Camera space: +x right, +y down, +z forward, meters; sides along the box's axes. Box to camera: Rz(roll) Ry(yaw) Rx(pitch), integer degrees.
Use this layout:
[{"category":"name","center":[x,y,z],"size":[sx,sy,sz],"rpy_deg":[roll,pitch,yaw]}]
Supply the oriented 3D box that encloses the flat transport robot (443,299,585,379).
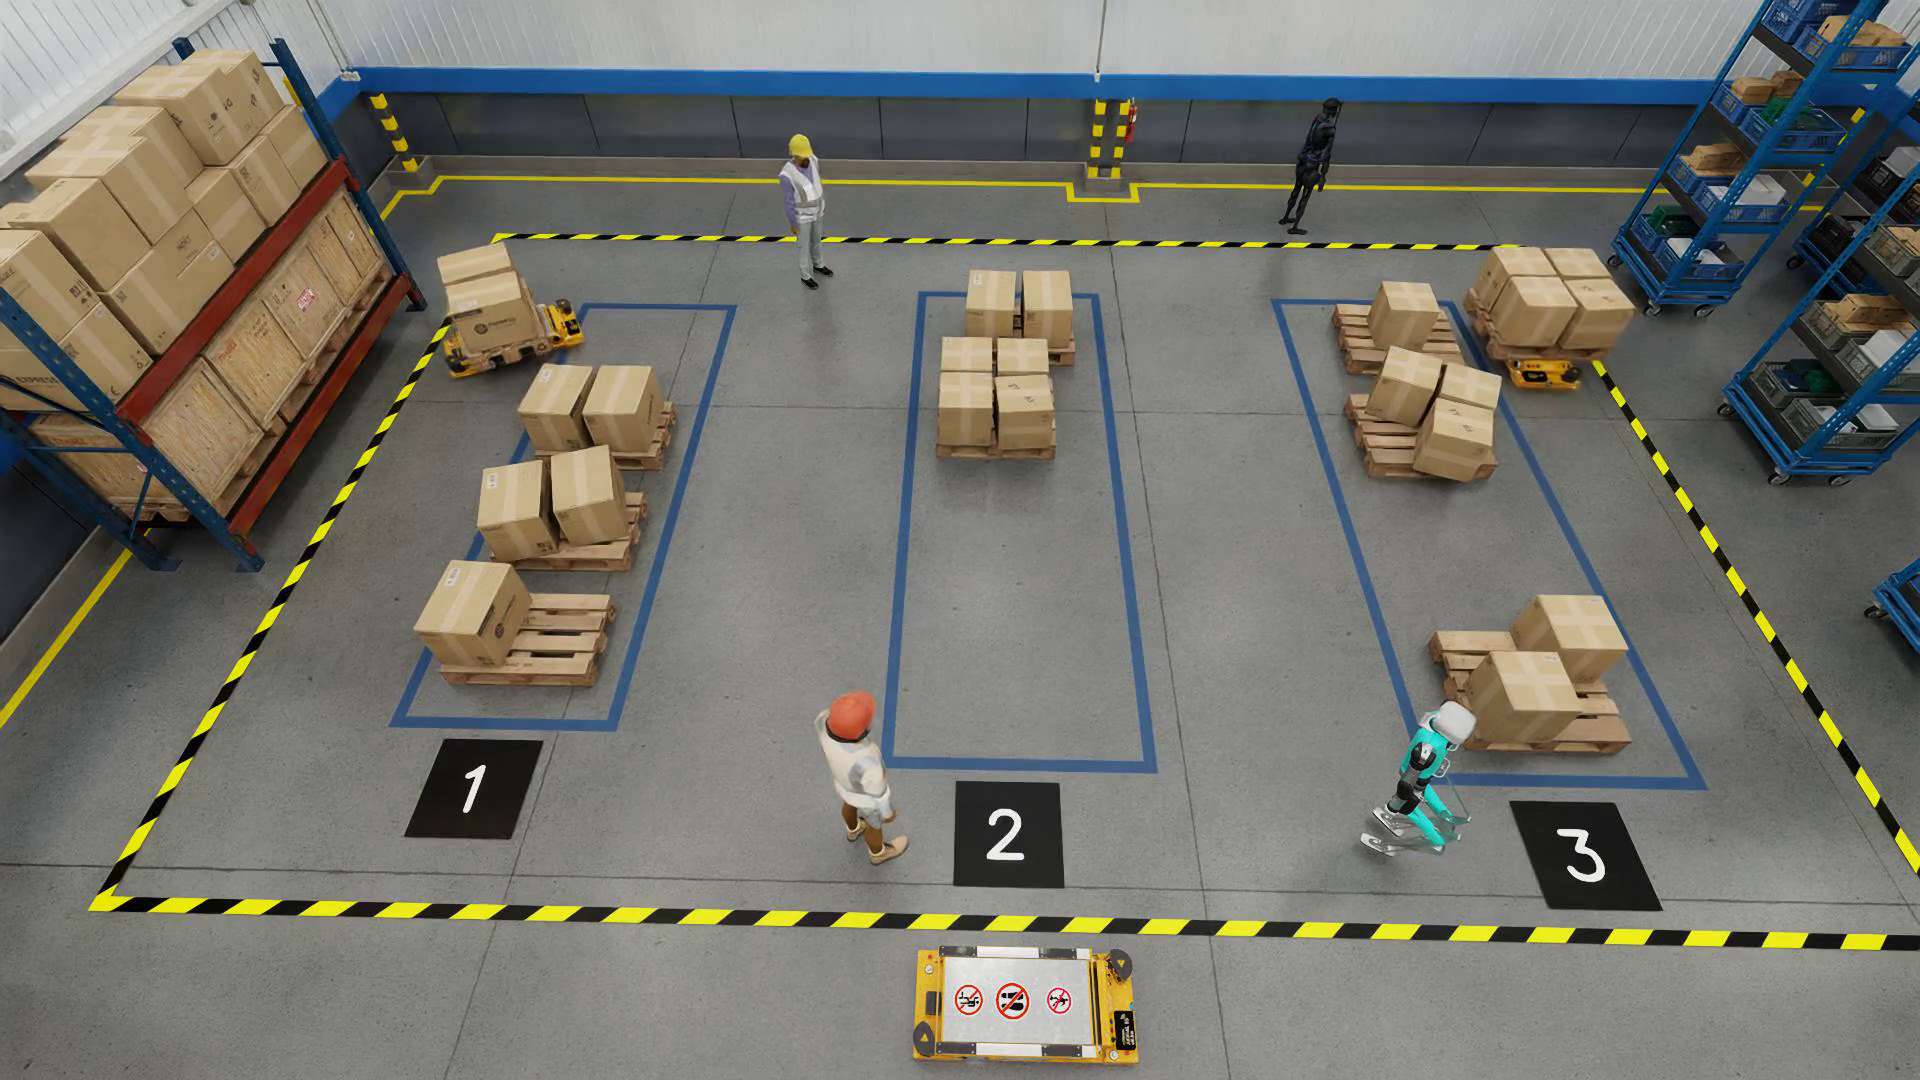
[{"category":"flat transport robot","center":[-5.051,-2.292,10.336],"size":[1.431,0.197,0.652],"rpy_deg":[-22,54,-17]}]

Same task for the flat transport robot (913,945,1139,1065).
[{"category":"flat transport robot","center":[0.422,3.041,6.007],"size":[1.431,0.231,0.659],"rpy_deg":[1,51,1]}]

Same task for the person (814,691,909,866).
[{"category":"person","center":[-0.640,1.588,6.045],"size":[0.357,2.047,0.613],"rpy_deg":[-36,59,-26]}]

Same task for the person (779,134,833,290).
[{"category":"person","center":[-1.753,-3.784,10.563],"size":[0.404,1.827,0.598],"rpy_deg":[26,55,20]}]

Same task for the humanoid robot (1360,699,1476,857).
[{"category":"humanoid robot","center":[3.164,1.699,6.064],"size":[0.735,1.681,0.533],"rpy_deg":[35,59,25]}]

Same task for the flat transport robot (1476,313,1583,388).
[{"category":"flat transport robot","center":[6.372,-2.257,10.308],"size":[0.652,0.197,1.431],"rpy_deg":[1,51,1]}]

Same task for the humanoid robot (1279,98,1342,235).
[{"category":"humanoid robot","center":[4.352,-4.633,11.345],"size":[0.315,1.655,0.599],"rpy_deg":[-8,51,-6]}]
